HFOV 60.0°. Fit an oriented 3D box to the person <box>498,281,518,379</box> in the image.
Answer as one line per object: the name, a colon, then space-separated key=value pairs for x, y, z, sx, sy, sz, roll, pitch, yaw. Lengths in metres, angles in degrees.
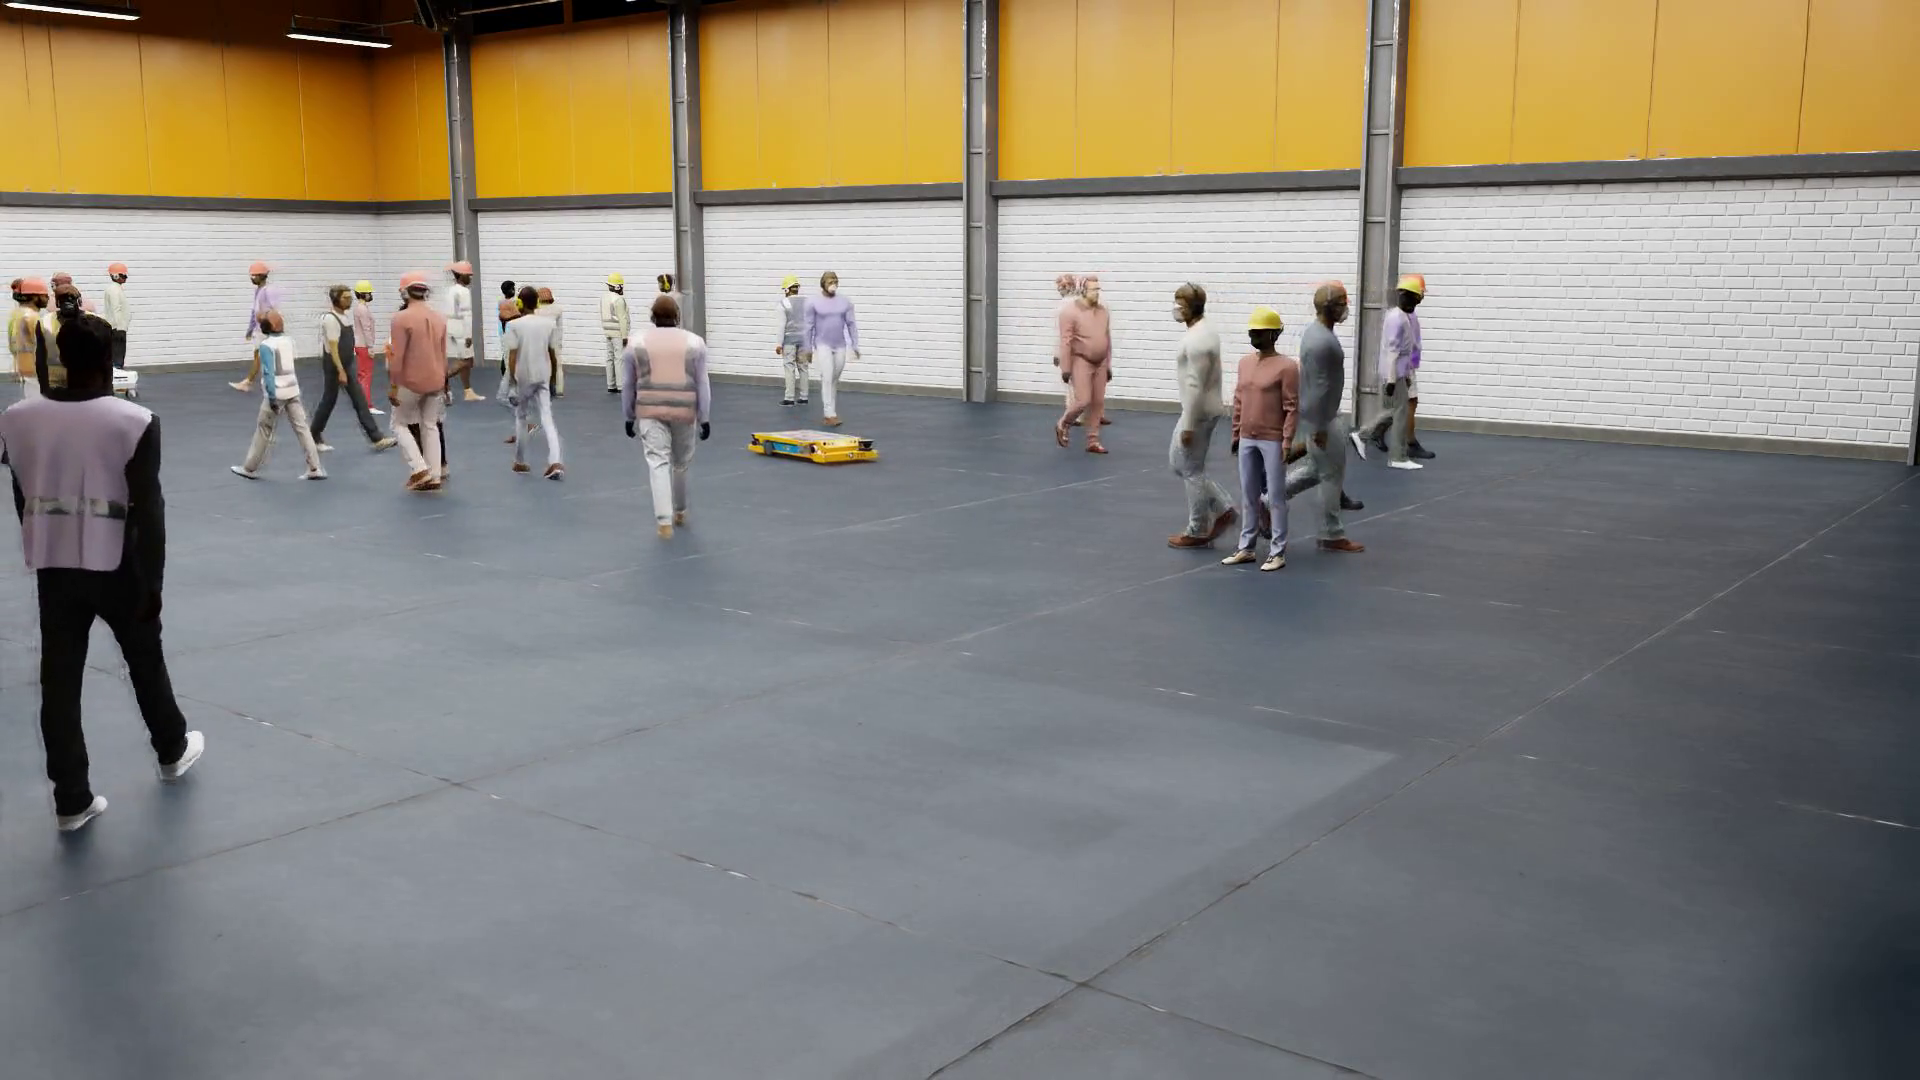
person: x=-7.155 y=-3.268 z=26.425 sx=0.316 sy=1.697 sz=0.542 roll=1 pitch=10 yaw=3

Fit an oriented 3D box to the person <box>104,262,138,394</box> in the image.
person: x=-12.753 y=-3.217 z=25.275 sx=0.400 sy=1.989 sz=0.623 roll=-5 pitch=11 yaw=-27

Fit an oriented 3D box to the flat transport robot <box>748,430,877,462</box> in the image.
flat transport robot: x=-1.551 y=-0.990 z=17.312 sx=0.652 sy=0.197 sz=1.431 roll=-8 pitch=13 yaw=-39

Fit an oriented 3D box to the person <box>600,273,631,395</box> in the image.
person: x=-5.153 y=-3.091 z=25.005 sx=0.403 sy=1.833 sz=0.586 roll=-9 pitch=13 yaw=-41

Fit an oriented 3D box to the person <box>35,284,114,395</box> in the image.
person: x=-8.119 y=-1.424 z=15.277 sx=0.633 sy=1.841 sz=0.429 roll=-4 pitch=11 yaw=-25

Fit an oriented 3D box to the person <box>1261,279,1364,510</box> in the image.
person: x=2.920 y=-1.194 z=13.745 sx=0.814 sy=1.912 sz=0.548 roll=0 pitch=10 yaw=2

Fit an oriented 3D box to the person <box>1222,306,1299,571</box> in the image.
person: x=2.023 y=-0.677 z=11.144 sx=0.314 sy=1.769 sz=0.524 roll=-8 pitch=13 yaw=-40

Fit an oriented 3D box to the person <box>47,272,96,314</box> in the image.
person: x=-10.407 y=-2.165 z=19.403 sx=0.655 sy=1.905 sz=0.407 roll=-9 pitch=13 yaw=-43

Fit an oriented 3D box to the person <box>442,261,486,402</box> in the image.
person: x=-7.137 y=-2.927 z=23.521 sx=0.742 sy=2.017 sz=0.620 roll=-7 pitch=12 yaw=-36

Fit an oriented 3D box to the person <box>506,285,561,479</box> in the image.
person: x=-4.036 y=-1.490 z=15.742 sx=0.554 sy=1.826 sz=0.977 roll=-7 pitch=12 yaw=-35

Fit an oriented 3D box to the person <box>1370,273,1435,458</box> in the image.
person: x=4.615 y=-1.809 z=17.291 sx=0.699 sy=1.921 sz=0.550 roll=4 pitch=11 yaw=22

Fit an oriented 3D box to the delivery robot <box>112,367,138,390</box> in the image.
delivery robot: x=-12.207 y=-2.305 z=23.872 sx=0.707 sy=0.478 sz=0.477 roll=-7 pitch=12 yaw=-34

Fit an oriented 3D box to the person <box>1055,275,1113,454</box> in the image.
person: x=1.324 y=-1.856 z=17.653 sx=0.657 sy=1.890 sz=0.515 roll=-8 pitch=12 yaw=-38

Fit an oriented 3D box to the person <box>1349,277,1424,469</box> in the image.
person: x=4.250 y=-1.652 z=16.451 sx=0.648 sy=1.890 sz=0.622 roll=2 pitch=10 yaw=14

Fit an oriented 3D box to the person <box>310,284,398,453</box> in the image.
person: x=-6.546 y=-1.811 z=17.679 sx=0.984 sy=1.790 sz=0.536 roll=1 pitch=10 yaw=5

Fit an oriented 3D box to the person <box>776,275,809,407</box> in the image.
person: x=-2.317 y=-2.760 z=23.098 sx=0.586 sy=1.826 sz=0.403 roll=-9 pitch=13 yaw=-43

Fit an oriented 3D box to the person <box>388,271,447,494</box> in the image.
person: x=-4.769 y=-1.368 z=14.616 sx=0.450 sy=1.958 sz=0.638 roll=6 pitch=12 yaw=32

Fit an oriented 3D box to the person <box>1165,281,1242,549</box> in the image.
person: x=1.688 y=-0.862 z=11.774 sx=0.471 sy=1.919 sz=0.665 roll=2 pitch=10 yaw=12

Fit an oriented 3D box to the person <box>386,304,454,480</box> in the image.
person: x=-4.958 y=-1.345 z=15.325 sx=0.594 sy=1.650 sz=0.742 roll=-2 pitch=10 yaw=-9

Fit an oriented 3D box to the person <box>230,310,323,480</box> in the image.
person: x=-6.388 y=-1.339 z=15.502 sx=0.875 sy=1.595 sz=0.529 roll=2 pitch=10 yaw=10

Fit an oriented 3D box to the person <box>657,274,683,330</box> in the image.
person: x=-4.329 y=-3.160 z=25.447 sx=0.873 sy=1.822 sz=0.549 roll=6 pitch=11 yaw=30

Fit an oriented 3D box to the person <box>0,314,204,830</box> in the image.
person: x=-3.275 y=0.084 z=6.381 sx=0.601 sy=1.876 sz=0.961 roll=-1 pitch=10 yaw=-5

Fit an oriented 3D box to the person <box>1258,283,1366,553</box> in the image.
person: x=2.485 y=-0.858 z=11.772 sx=0.767 sy=1.919 sz=0.635 roll=2 pitch=10 yaw=11

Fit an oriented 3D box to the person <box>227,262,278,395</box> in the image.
person: x=-10.556 y=-3.191 z=25.146 sx=1.094 sy=1.982 sz=0.617 roll=-7 pitch=12 yaw=-36

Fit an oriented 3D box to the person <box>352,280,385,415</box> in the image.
person: x=-7.846 y=-2.538 z=21.978 sx=0.309 sy=1.769 sz=0.523 roll=-6 pitch=12 yaw=-32

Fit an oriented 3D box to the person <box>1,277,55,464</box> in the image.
person: x=-9.326 y=-1.721 z=16.894 sx=0.971 sy=1.885 sz=0.560 roll=-7 pitch=12 yaw=-34

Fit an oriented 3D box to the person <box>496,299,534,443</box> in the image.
person: x=-5.008 y=-1.868 z=18.512 sx=0.346 sy=1.617 sz=0.519 roll=-2 pitch=10 yaw=-12

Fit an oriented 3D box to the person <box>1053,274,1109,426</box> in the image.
person: x=1.490 y=-2.338 z=20.562 sx=0.803 sy=1.863 sz=0.412 roll=-6 pitch=11 yaw=-31

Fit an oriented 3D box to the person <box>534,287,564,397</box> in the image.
person: x=-6.064 y=-2.898 z=24.465 sx=0.287 sy=1.631 sz=0.501 roll=9 pitch=13 yaw=43

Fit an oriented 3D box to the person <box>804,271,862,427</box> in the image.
person: x=-1.542 y=-2.330 z=20.382 sx=0.649 sy=1.901 sz=0.948 roll=-5 pitch=11 yaw=-27

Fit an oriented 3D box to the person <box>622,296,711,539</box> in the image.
person: x=-2.231 y=-0.945 z=12.625 sx=0.650 sy=1.789 sz=0.944 roll=-2 pitch=10 yaw=-13

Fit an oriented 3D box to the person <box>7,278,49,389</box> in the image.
person: x=-10.737 y=-2.099 z=19.211 sx=0.638 sy=1.841 sz=0.429 roll=7 pitch=12 yaw=35
